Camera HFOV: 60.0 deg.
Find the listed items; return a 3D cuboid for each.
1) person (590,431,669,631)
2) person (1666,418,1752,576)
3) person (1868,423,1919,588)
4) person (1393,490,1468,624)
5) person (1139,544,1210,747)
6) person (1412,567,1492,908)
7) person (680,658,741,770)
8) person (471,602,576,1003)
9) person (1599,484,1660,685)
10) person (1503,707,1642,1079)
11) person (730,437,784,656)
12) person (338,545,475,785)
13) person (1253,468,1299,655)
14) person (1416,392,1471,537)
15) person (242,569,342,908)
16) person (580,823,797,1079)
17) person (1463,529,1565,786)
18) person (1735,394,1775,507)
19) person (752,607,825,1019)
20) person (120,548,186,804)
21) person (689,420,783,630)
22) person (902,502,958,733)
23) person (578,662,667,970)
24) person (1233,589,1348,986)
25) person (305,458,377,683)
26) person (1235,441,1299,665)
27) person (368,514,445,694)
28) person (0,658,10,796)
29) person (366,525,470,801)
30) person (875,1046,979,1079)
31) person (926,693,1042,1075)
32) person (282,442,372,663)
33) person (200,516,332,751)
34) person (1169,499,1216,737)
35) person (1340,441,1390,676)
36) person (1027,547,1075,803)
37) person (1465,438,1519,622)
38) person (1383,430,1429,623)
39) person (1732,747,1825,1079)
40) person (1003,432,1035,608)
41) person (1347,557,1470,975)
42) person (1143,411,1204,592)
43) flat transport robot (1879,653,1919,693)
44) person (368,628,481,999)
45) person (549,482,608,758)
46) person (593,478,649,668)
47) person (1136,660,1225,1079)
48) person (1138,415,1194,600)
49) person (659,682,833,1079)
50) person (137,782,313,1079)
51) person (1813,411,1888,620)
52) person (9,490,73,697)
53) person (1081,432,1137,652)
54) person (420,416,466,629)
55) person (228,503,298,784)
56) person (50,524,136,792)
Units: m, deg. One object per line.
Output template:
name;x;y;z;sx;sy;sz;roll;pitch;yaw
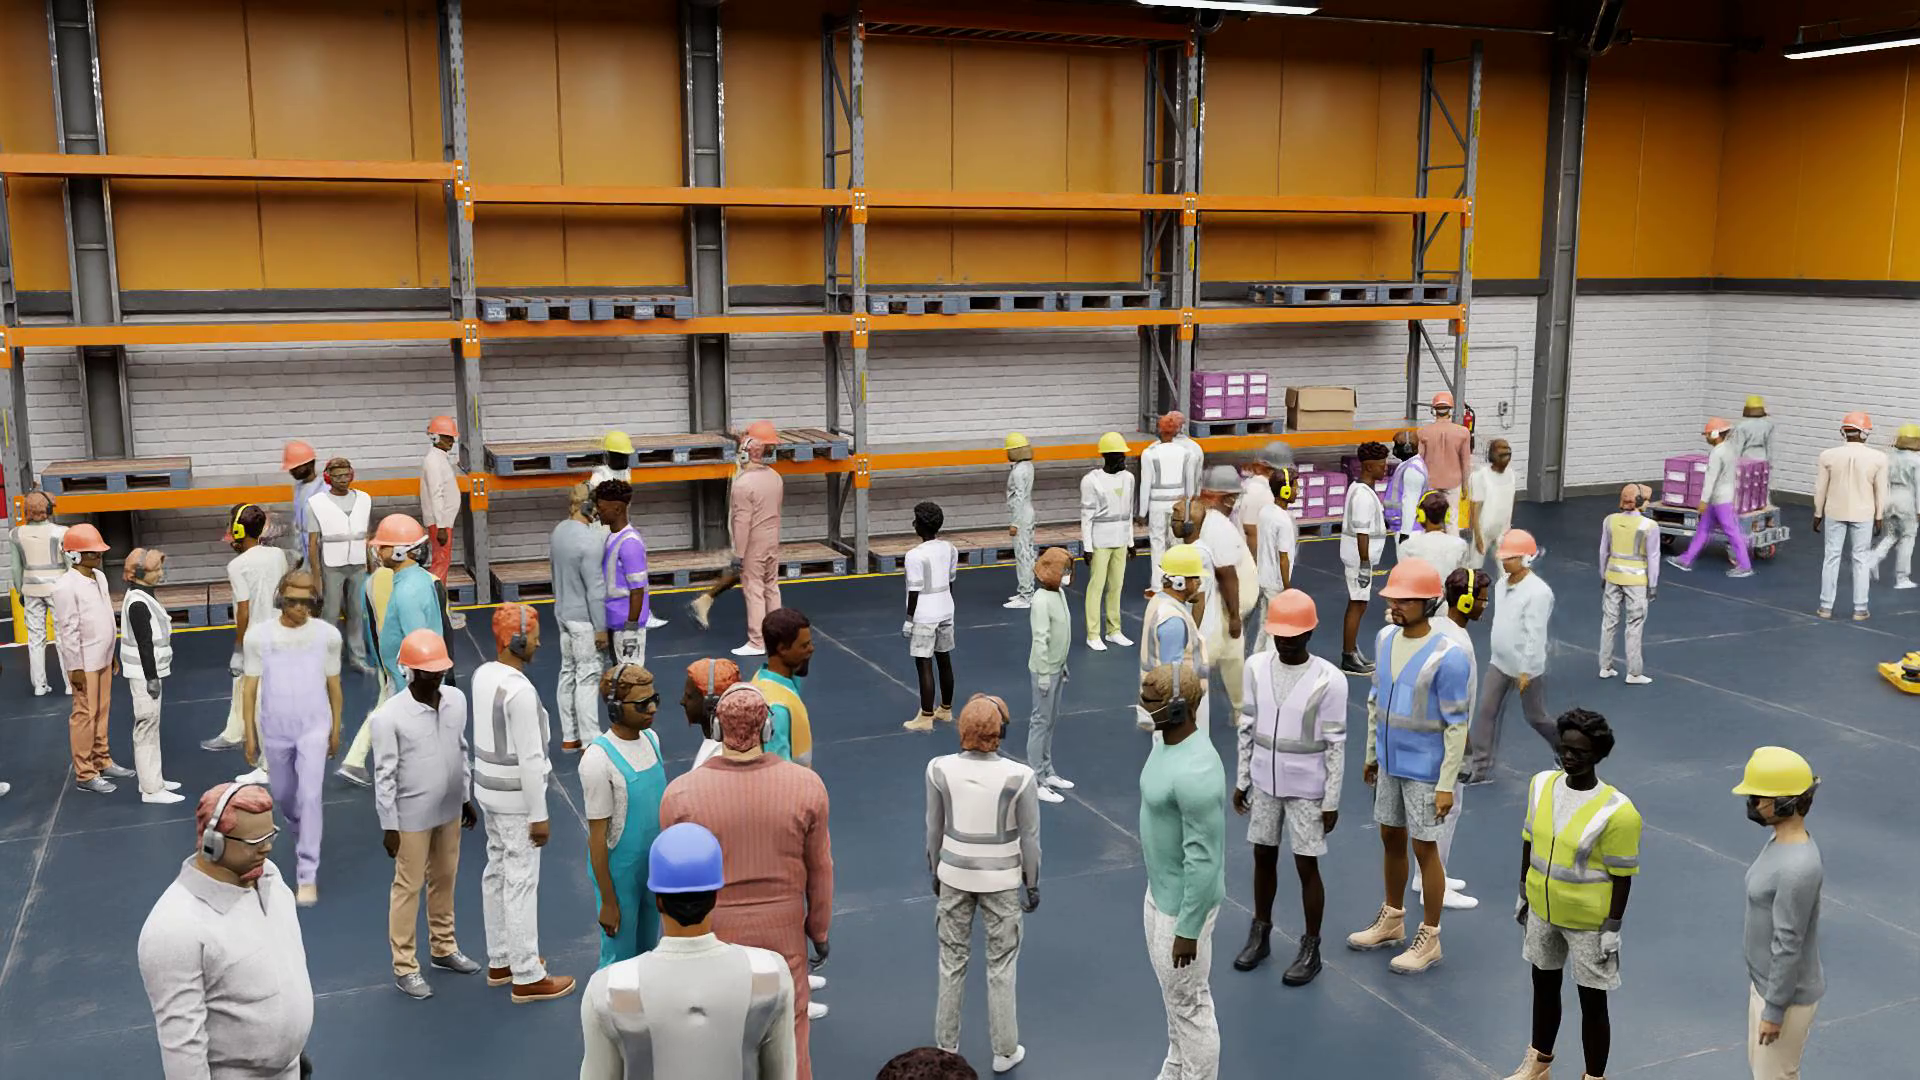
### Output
person;-3.139;-0.062;15.241;0.968;1.869;0.597;4;11;23
person;8.212;-0.462;18.075;0.909;1.688;0.667;6;12;33
person;9.814;-0.355;17.374;0.492;1.722;0.510;-3;10;-18
person;3.262;0.583;11.579;0.511;1.861;0.318;-1;10;-6
person;1.250;0.926;9.709;0.403;1.827;0.603;0;10;2
person;2.631;1.054;8.889;0.351;1.856;0.521;-1;10;-5
person;-0.986;1.399;6.809;0.356;1.883;0.574;-1;10;-7
person;-2.091;1.220;7.826;0.362;1.887;0.575;-7;12;-36
person;5.434;0.357;13.528;0.314;1.635;0.522;-7;12;-33
person;2.469;1.505;6.726;0.318;1.700;0.535;-6;12;-31
person;-1.799;0.056;14.479;0.399;1.909;0.642;5;11;26
person;-3.696;0.768;10.943;0.853;1.704;0.566;-8;13;-39
person;2.443;0.366;12.843;0.328;1.861;0.503;-2;10;-12
person;5.224;-0.609;18.084;0.611;1.985;0.393;2;10;9
person;-3.657;1.028;9.173;0.516;1.817;0.824;-3;10;-16
person;-0.754;1.746;4.678;0.620;1.933;0.418;-4;11;-21
person;3.689;0.771;10.902;0.852;1.722;0.559;-4;10;-20
person;9.979;-0.966;20.881;0.492;1.723;0.616;0;10;2
person;-0.827;1.242;7.636;0.395;1.912;0.599;-1;10;-7
person;-5.176;0.860;10.613;0.310;1.639;0.514;-5;11;-26
person;-2.001;-0.092;15.059;0.839;2.008;0.633;-2;10;-13
person;-0.226;0.562;12.167;0.319;1.696;0.532;7;12;36
person;-1.351;1.407;6.871;0.345;1.846;0.508;3;10;16
person;1.567;1.175;7.982;0.550;1.928;0.388;8;13;40
person;-5.068;0.233;13.635;0.373;1.843;0.571;8;13;38
person;2.535;0.141;13.599;0.771;2.000;0.805;1;10;8
person;-3.216;0.831;9.755;0.387;1.996;0.611;-2;10;-13
person;-6.387;0.740;10.502;0.588;1.920;0.398;-4;10;-20
person;-3.368;0.807;10.345;0.626;1.842;0.429;5;11;27
person;0.002;1.962;3.494;0.391;1.912;0.589;1;10;6
person;0.096;1.468;7.131;0.517;1.632;0.314;3;10;17
person;-5.426;0.107;14.167;0.699;1.910;0.558;7;12;35
person;-4.881;0.635;11.715;0.890;1.713;0.575;-1;10;-6
person;1.576;0.631;11.341;0.329;1.844;0.509;1;10;8
person;3.349;0.146;13.826;0.374;1.958;0.598;2;10;10
person;0.588;0.849;10.694;0.278;1.633;0.499;3;10;18
person;4.975;-0.056;15.466;0.505;1.781;1.006;-2;10;-14
person;4.224;-0.130;15.778;0.431;1.836;0.618;2;10;10
person;2.920;1.605;5.999;0.342;1.754;0.531;4;11;21
person;0.576;-0.197;16.428;0.309;1.737;0.484;2;10;14
person;2.177;1.090;8.114;0.381;2.045;0.614;-5;11;-25
person;2.147;-0.367;16.953;0.661;1.897;0.398;-4;11;-22
flat transport robot;8.229;1.080;13.286;1.431;0.197;0.652;2;10;12
person;-2.512;1.273;7.904;0.342;1.750;0.568;5;11;29
person;-2.611;0.559;11.507;0.376;1.933;0.629;-8;12;-38
person;-2.334;0.547;11.485;0.361;1.961;0.617;-4;11;-22
person;0.857;1.418;6.535;0.355;1.937;0.635;0;10;-2
person;2.068;-0.315;16.679;0.582;1.883;0.337;-3;10;-17
person;-0.805;1.476;6.297;0.646;1.907;0.401;-2;10;-12
person;-2.212;1.674;5.176;0.407;1.902;0.639;1;10;5
person;8.497;-0.232;15.898;0.612;1.990;0.392;6;11;30
person;-7.176;0.429;13.090;0.514;1.642;0.310;0;10;-2
person;1.321;0.006;14.691;0.594;1.930;0.352;-7;12;-37
person;-4.821;-0.171;15.546;0.397;1.986;0.623;-2;10;-14
person;-4.634;0.681;10.980;0.331;1.874;0.519;3;10;14
person;-5.664;0.759;10.868;0.330;1.751;0.563;-1;10;-5
